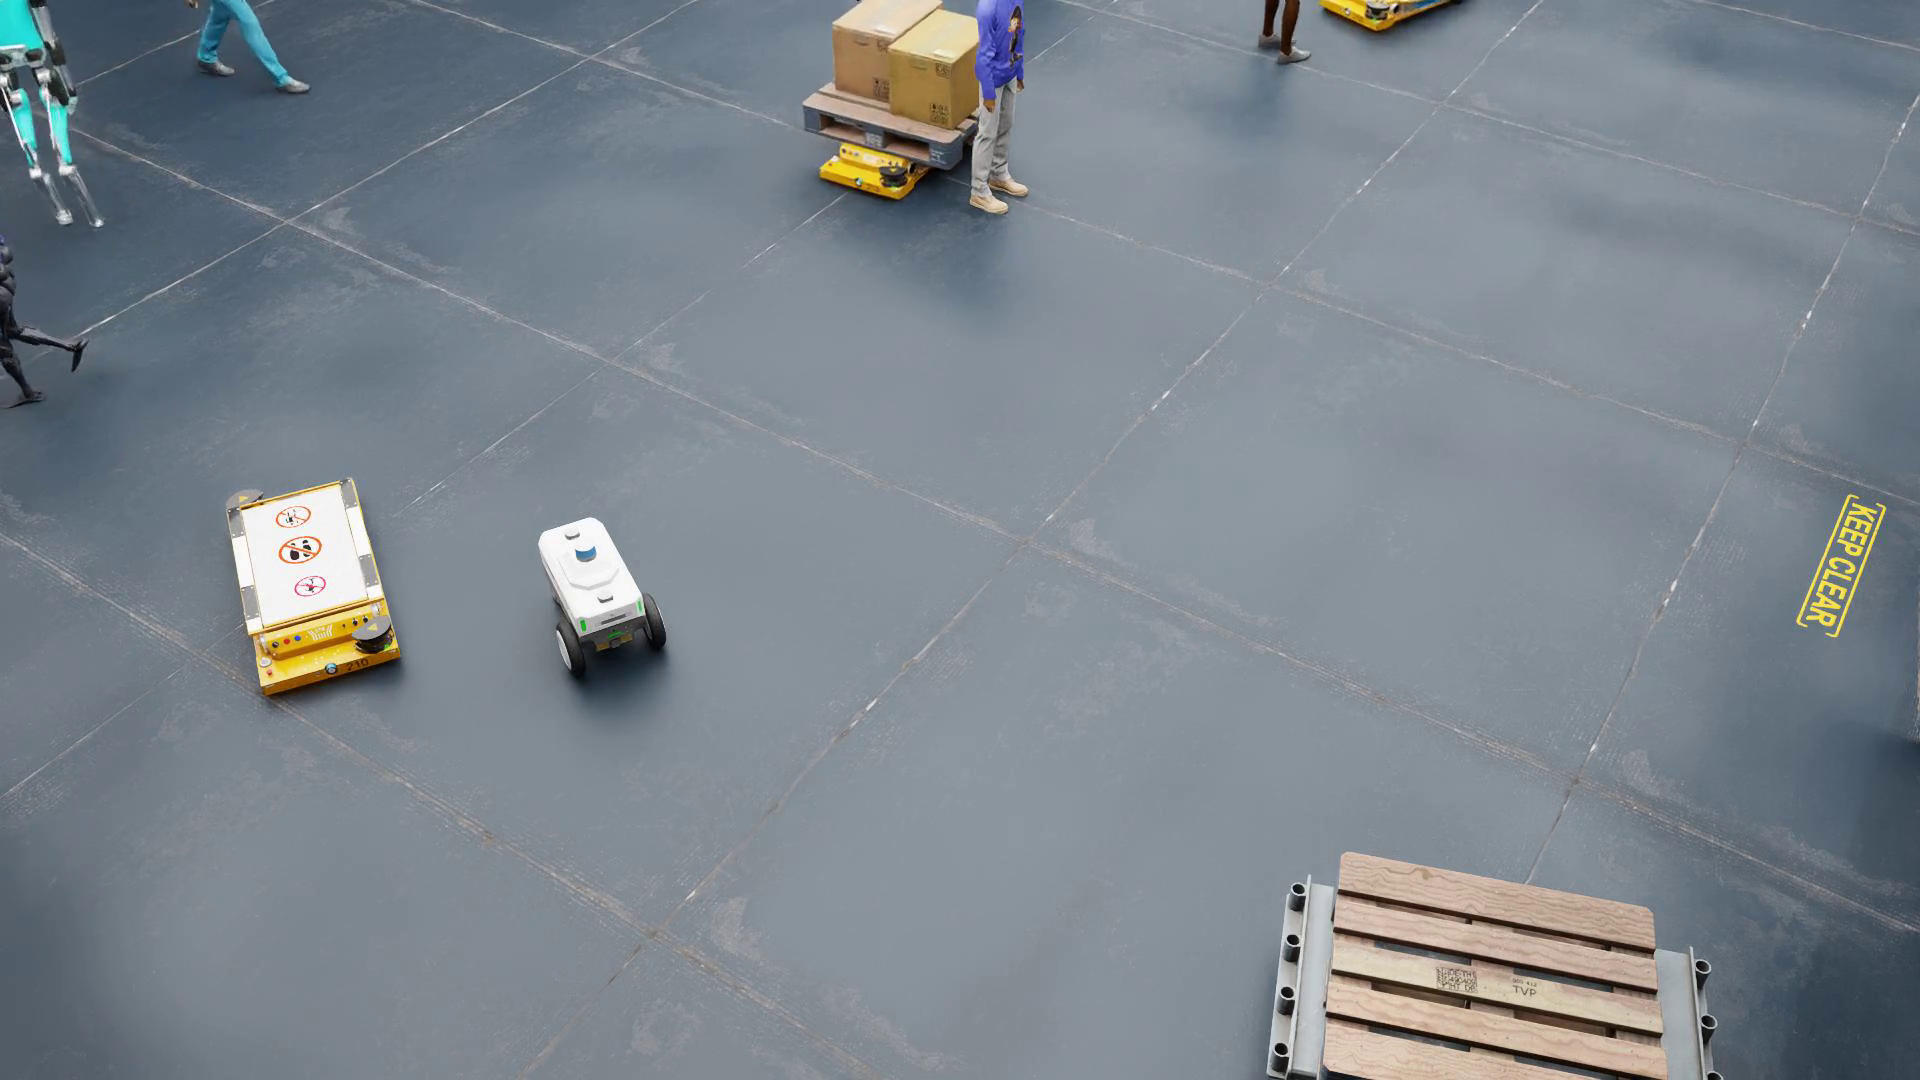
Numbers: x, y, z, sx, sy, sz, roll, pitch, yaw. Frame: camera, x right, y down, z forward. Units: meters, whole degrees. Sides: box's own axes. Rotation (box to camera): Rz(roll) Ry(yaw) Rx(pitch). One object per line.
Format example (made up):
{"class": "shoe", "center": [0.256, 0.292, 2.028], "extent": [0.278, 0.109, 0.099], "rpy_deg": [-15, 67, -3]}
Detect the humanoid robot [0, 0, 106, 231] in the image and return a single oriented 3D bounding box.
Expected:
{"class": "humanoid robot", "center": [-6.071, -2.815, 10.851], "extent": [0.540, 1.803, 0.800], "rpy_deg": [-8, 42, -9]}

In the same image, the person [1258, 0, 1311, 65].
{"class": "person", "center": [2.528, -4.599, 12.686], "extent": [0.488, 1.928, 0.593], "rpy_deg": [-16, 44, -17]}

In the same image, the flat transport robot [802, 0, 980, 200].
{"class": "flat transport robot", "center": [-0.367, -2.933, 12.061], "extent": [0.659, 0.231, 1.431], "rpy_deg": [20, 46, 21]}

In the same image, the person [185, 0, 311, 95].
{"class": "person", "center": [-5.517, -4.206, 12.353], "extent": [1.014, 1.785, 0.565], "rpy_deg": [6, 42, 7]}

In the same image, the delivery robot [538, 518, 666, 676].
{"class": "delivery robot", "center": [-1.828, 0.239, 8.287], "extent": [0.499, 0.581, 0.774], "rpy_deg": [-19, 45, -20]}

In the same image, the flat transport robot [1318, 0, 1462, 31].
{"class": "flat transport robot", "center": [3.760, -4.649, 13.982], "extent": [1.431, 0.231, 0.659], "rpy_deg": [-26, 48, -26]}

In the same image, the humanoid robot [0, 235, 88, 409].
{"class": "humanoid robot", "center": [-5.434, -1.492, 9.404], "extent": [0.548, 1.642, 0.608], "rpy_deg": [-12, 43, -14]}

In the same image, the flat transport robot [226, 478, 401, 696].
{"class": "flat transport robot", "center": [-3.355, 0.180, 8.578], "extent": [0.659, 0.231, 1.431], "rpy_deg": [-16, 44, -18]}

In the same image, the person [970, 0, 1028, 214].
{"class": "person", "center": [0.291, -3.062, 11.016], "extent": [0.381, 1.865, 0.457], "rpy_deg": [23, 47, 23]}
